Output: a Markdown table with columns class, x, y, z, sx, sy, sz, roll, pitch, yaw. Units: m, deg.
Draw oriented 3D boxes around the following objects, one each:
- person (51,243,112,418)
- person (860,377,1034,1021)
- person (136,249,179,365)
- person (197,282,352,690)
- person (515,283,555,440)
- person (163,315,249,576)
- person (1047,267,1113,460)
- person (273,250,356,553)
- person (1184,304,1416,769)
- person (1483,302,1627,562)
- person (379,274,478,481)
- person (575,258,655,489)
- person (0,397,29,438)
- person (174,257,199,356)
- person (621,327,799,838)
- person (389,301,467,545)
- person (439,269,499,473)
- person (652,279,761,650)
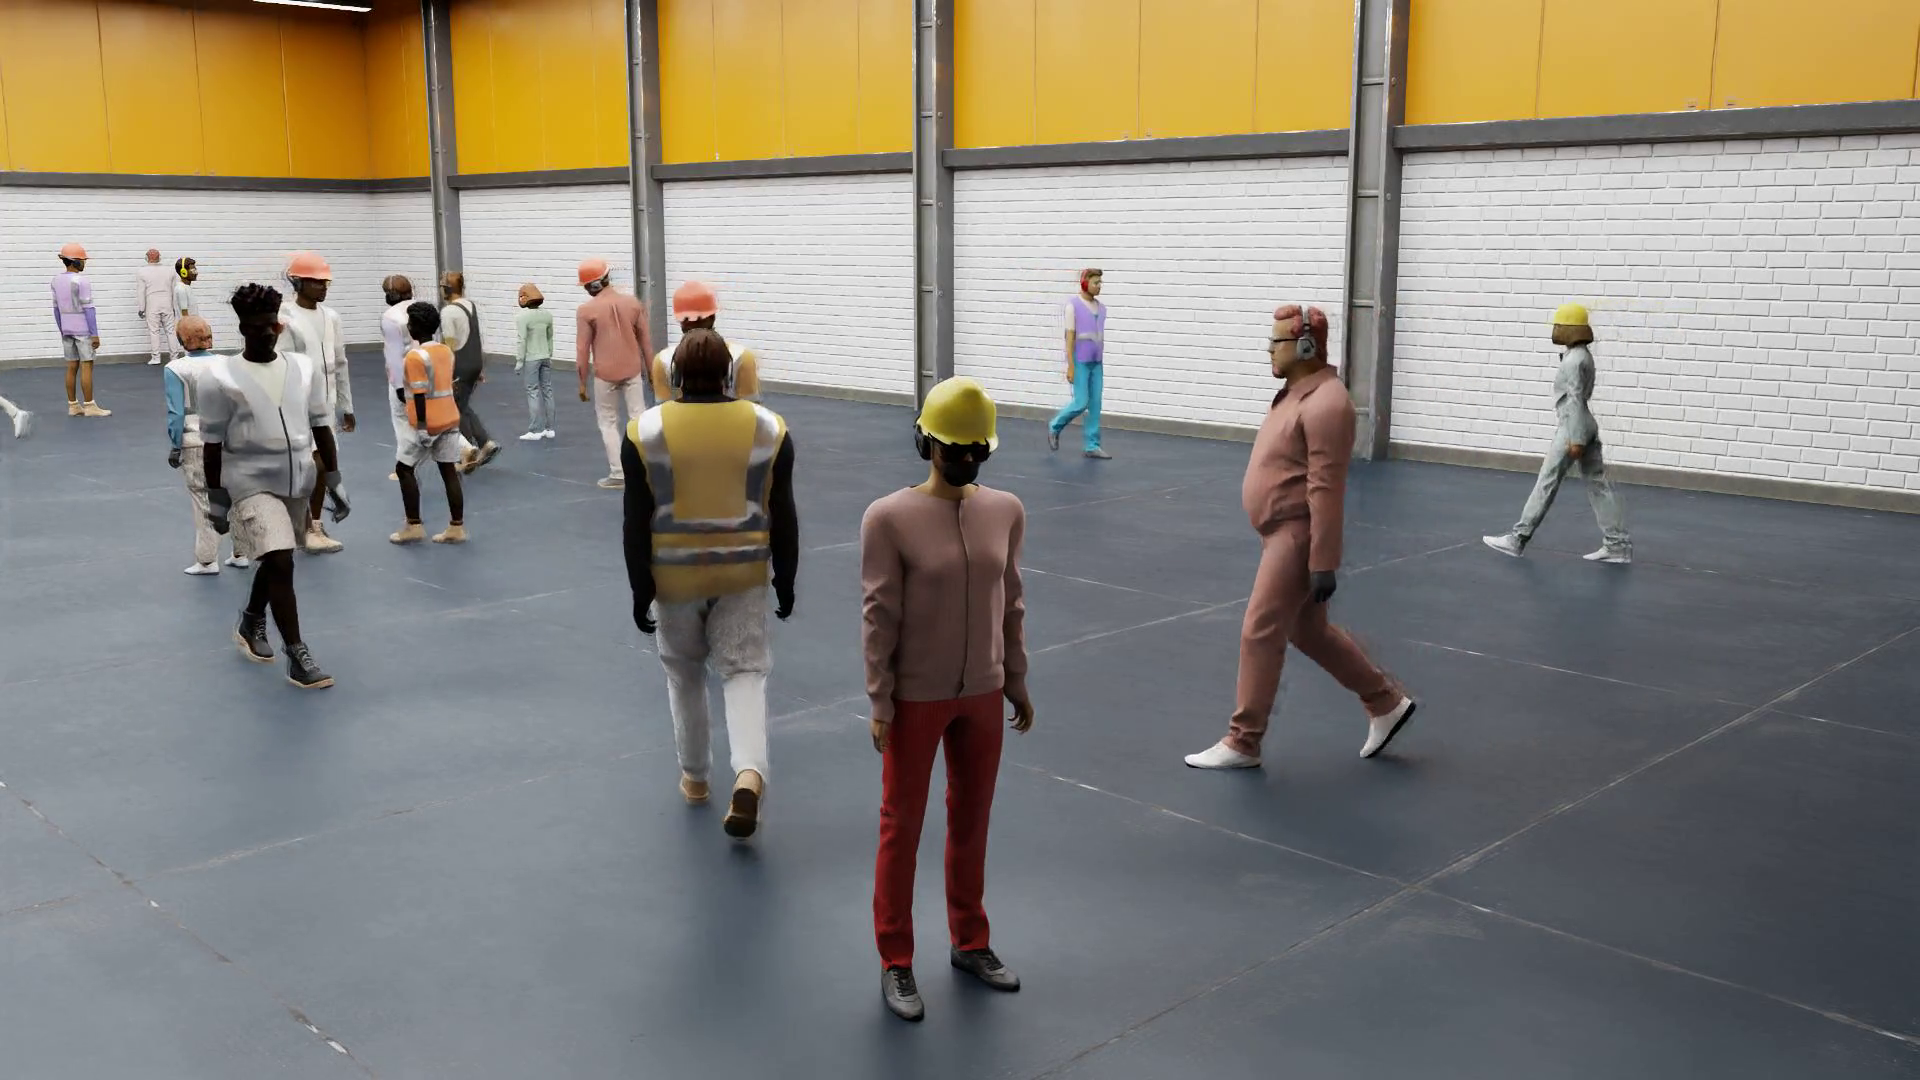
| class | x | y | z | sx | sy | sz | roll | pitch | yaw |
| --- | --- | --- | --- | --- | --- | --- | --- | --- | --- |
| person | -10.302 | -2.445 | 19.472 | 0.614 | 2.043 | 0.373 | 5 | 11 | 25 |
| person | -0.024 | 0.428 | 4.587 | 0.523 | 1.760 | 0.327 | -6 | 12 | -31 |
| person | -13.286 | -3.857 | 27.537 | 0.638 | 1.911 | 0.402 | -10 | 14 | -44 |
| person | -3.354 | -0.284 | 8.054 | 1.001 | 1.923 | 0.607 | 8 | 13 | 37 |
| person | -4.452 | -1.863 | 17.415 | 0.288 | 1.633 | 0.497 | 6 | 12 | 29 |
| person | -4.744 | -0.592 | 10.475 | 0.315 | 1.636 | 0.514 | 6 | 12 | 29 |
| person | 1.163 | -1.687 | 15.910 | 0.615 | 1.830 | 0.588 | 10 | 14 | 43 |
| person | -4.303 | -0.904 | 11.101 | 0.462 | 2.026 | 0.630 | 4 | 11 | 21 |
| person | 1.398 | -0.002 | 6.625 | 0.901 | 1.875 | 0.652 | 0 | 10 | 1 |
| person | 3.978 | -0.700 | 10.911 | 0.909 | 1.689 | 0.502 | 6 | 12 | 30 |
| person | -4.623 | -1.377 | 14.326 | 0.780 | 1.812 | 0.645 | 5 | 11 | 25 |
| person | -2.846 | -1.375 | 13.924 | 0.690 | 1.944 | 0.648 | -8 | 13 | -36 |
| person | -10.121 | -1.910 | 17.097 | 0.778 | 1.848 | 0.524 | -1 | 10 | -5 |
| person | -9.106 | -2.401 | 19.703 | 0.328 | 1.872 | 0.515 | -5 | 11 | -24 |
| person | -0.884 | 0.147 | 5.985 | 0.630 | 1.813 | 0.835 | -3 | 11 | -14 |
| person | -3.714 | -0.797 | 11.481 | 0.631 | 1.675 | 0.543 | 3 | 11 | 18 |
| person | -4.478 | -1.510 | 14.977 | 0.437 | 1.825 | 0.617 | 3 | 11 | 16 |
| person | -1.292 | -0.402 | 8.689 | 0.578 | 1.912 | 0.638 | 1 | 10 | 6 |
